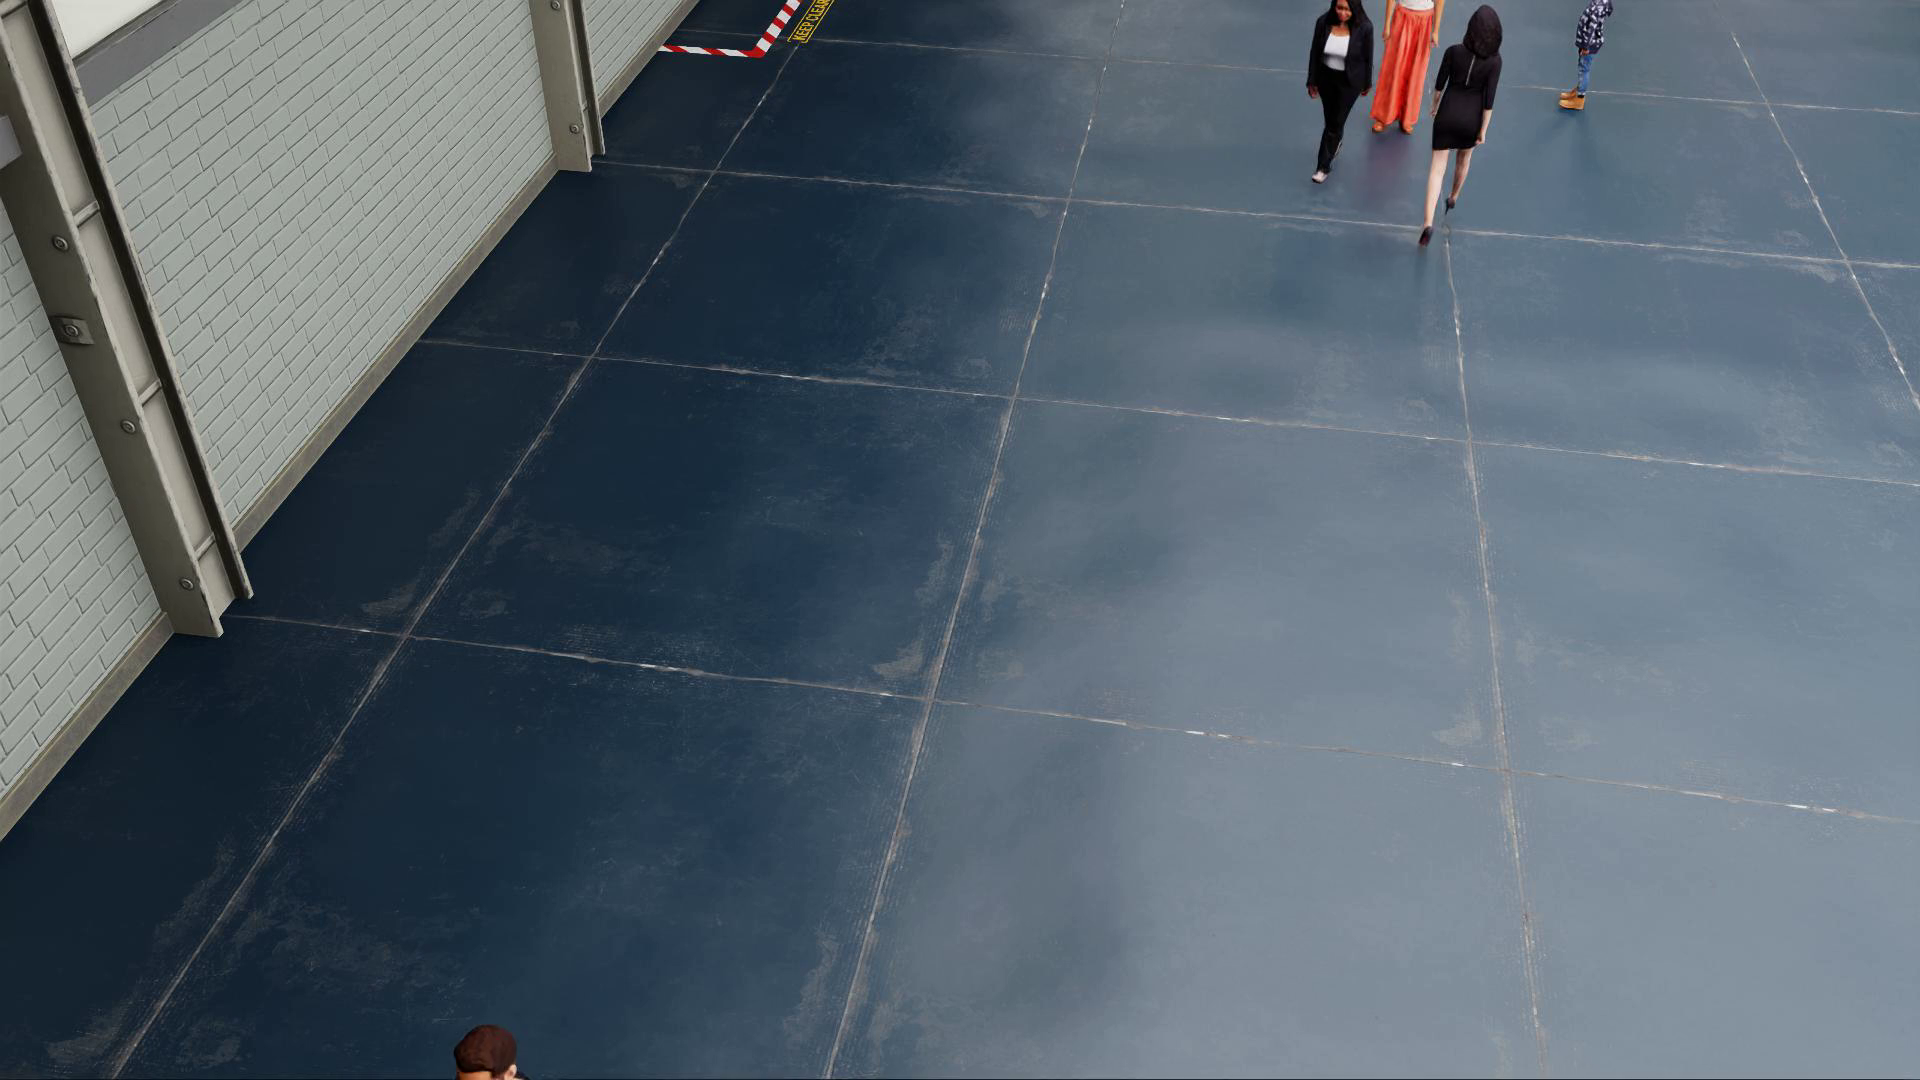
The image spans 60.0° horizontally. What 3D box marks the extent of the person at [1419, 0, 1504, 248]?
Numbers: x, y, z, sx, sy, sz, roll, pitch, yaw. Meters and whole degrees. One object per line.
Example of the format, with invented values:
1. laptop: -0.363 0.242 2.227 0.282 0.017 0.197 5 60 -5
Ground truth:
1. person: 3.707 -3.026 12.488 0.719 1.713 1.168 12 40 15

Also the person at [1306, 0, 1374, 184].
1. person: 3.105 -3.758 13.551 0.876 1.557 1.207 17 41 21

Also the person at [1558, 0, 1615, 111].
1. person: 5.561 -4.433 14.661 0.572 1.252 0.457 11 39 13

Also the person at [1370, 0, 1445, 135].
1. person: 3.827 -4.348 14.106 0.623 1.802 0.572 5 38 6

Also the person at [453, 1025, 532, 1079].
1. person: -1.423 2.219 5.683 0.807 1.837 1.060 15 40 18
